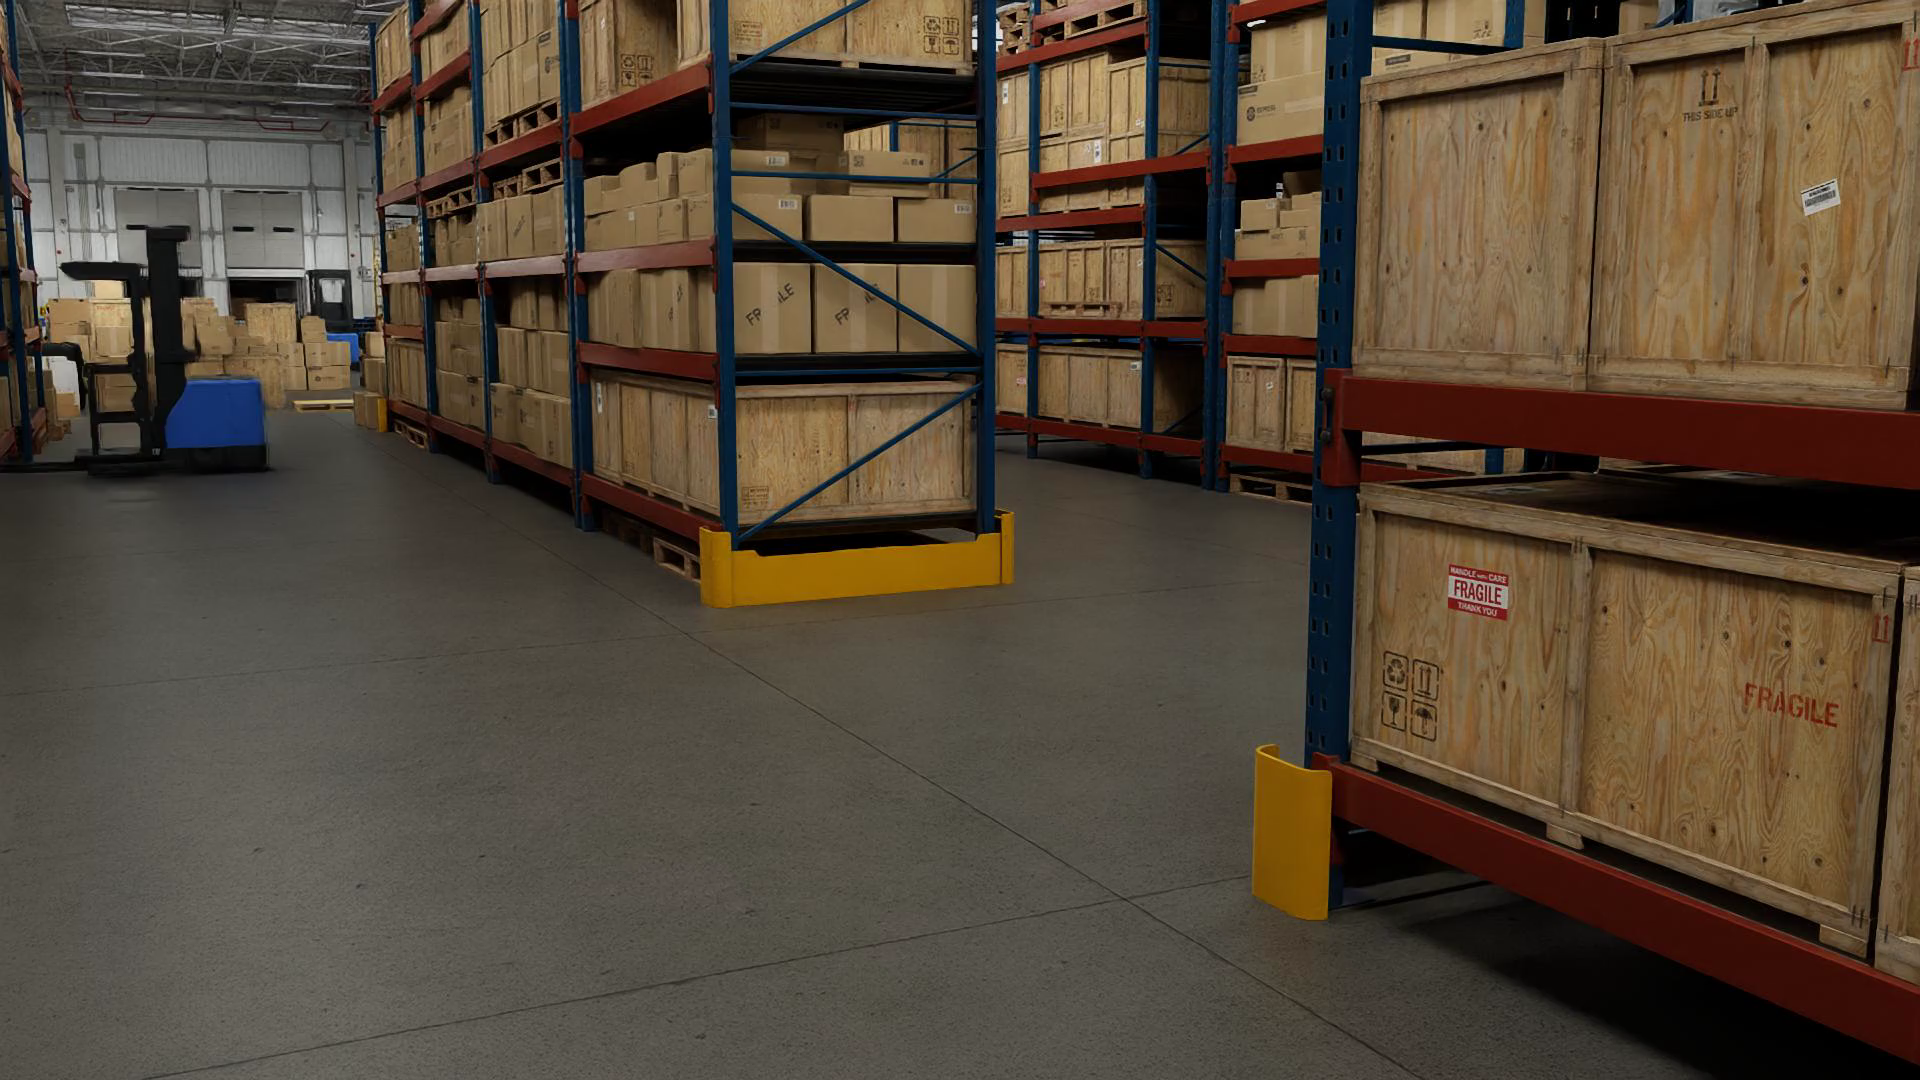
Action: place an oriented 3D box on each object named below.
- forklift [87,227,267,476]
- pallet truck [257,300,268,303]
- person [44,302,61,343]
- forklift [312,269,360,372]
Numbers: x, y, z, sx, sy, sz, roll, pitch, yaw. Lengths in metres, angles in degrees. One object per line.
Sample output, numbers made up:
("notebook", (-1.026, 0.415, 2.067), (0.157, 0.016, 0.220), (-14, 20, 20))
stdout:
("forklift", (-9.170, -2.208, 19.316), (1.873, 2.768, 1.129), (-4, 9, -26))
("pallet truck", (-23.913, -7.404, 58.171), (1.885, 1.965, 0.823), (-1, 8, -9))
("person", (-27.876, -6.336, 51.083), (0.380, 1.917, 0.585), (2, 9, 15))
("forklift", (-17.110, -5.997, 45.439), (1.129, 2.768, 1.873), (-4, 9, -26))
